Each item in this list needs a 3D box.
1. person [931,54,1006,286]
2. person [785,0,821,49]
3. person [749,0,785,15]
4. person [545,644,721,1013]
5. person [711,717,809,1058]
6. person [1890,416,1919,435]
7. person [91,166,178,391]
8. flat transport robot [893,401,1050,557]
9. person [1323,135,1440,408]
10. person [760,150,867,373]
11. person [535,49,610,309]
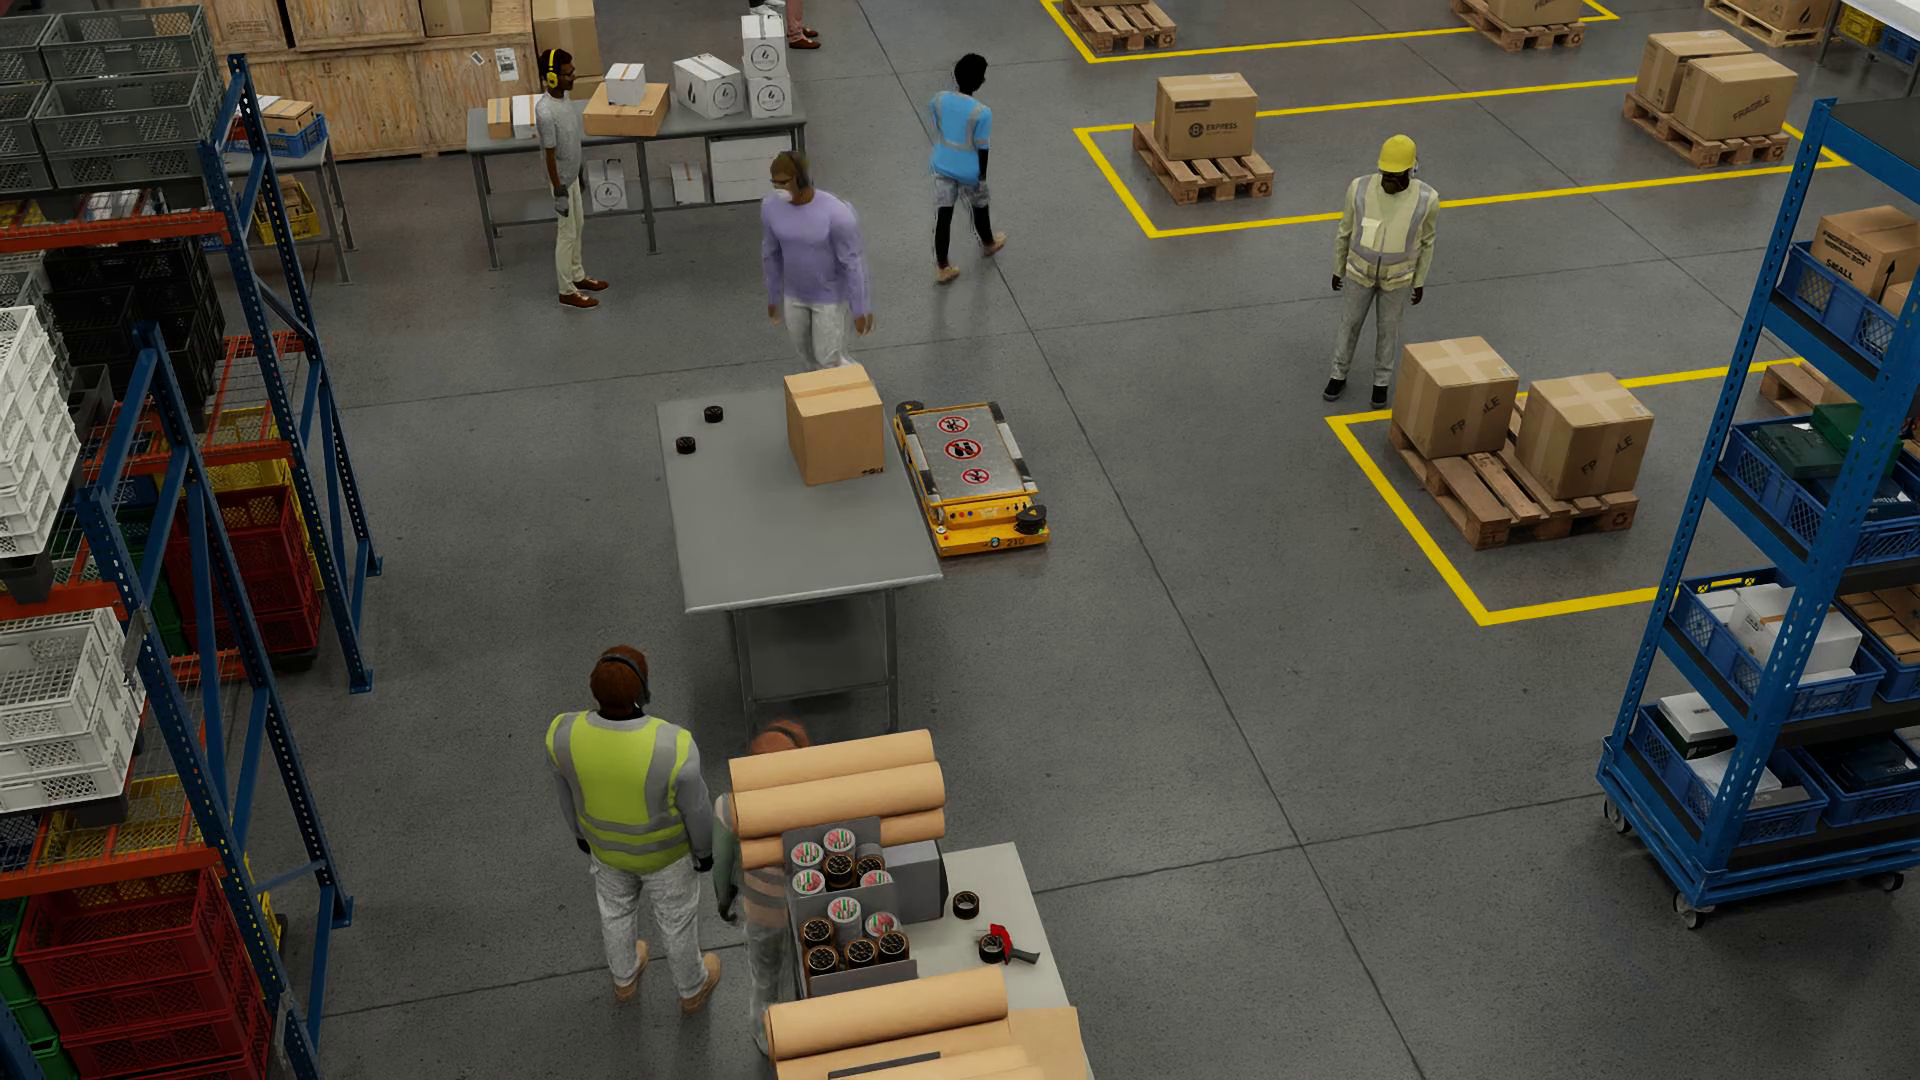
[{"bbox_3d":[0.070,-2.715,12.020,0.531,1.644,0.850,21,41,26],"label":"person"},{"bbox_3d":[-1.531,-5.625,15.742,0.402,1.901,0.647,-3,37,-4],"label":"person"},{"bbox_3d":[-2.001,-6.214,16.513,0.394,1.919,0.590,8,37,10],"label":"person"},{"bbox_3d":[-1.269,1.178,6.653,0.629,1.836,0.430,7,37,9],"label":"person"},{"bbox_3d":[-0.676,1.383,6.541,0.576,1.626,0.407,-3,37,-4],"label":"person"},{"bbox_3d":[4.256,0.105,7.957,0.375,1.995,0.610,9,38,12],"label":"person"},{"bbox_3d":[-5.271,-1.794,10.628,0.693,1.853,0.373,24,43,29],"label":"person"},{"bbox_3d":[0.046,-0.430,10.108,0.652,0.197,1.431,-8,37,-10],"label":"flat transport robot"},{"bbox_3d":[2.648,-1.690,10.502,0.603,1.830,0.404,12,38,15],"label":"person"},{"bbox_3d":[-0.878,-1.472,10.161,0.723,1.910,0.447,19,41,23],"label":"person"},{"bbox_3d":[-2.732,-2.507,11.583,0.322,1.862,0.511,2,37,3],"label":"person"}]
